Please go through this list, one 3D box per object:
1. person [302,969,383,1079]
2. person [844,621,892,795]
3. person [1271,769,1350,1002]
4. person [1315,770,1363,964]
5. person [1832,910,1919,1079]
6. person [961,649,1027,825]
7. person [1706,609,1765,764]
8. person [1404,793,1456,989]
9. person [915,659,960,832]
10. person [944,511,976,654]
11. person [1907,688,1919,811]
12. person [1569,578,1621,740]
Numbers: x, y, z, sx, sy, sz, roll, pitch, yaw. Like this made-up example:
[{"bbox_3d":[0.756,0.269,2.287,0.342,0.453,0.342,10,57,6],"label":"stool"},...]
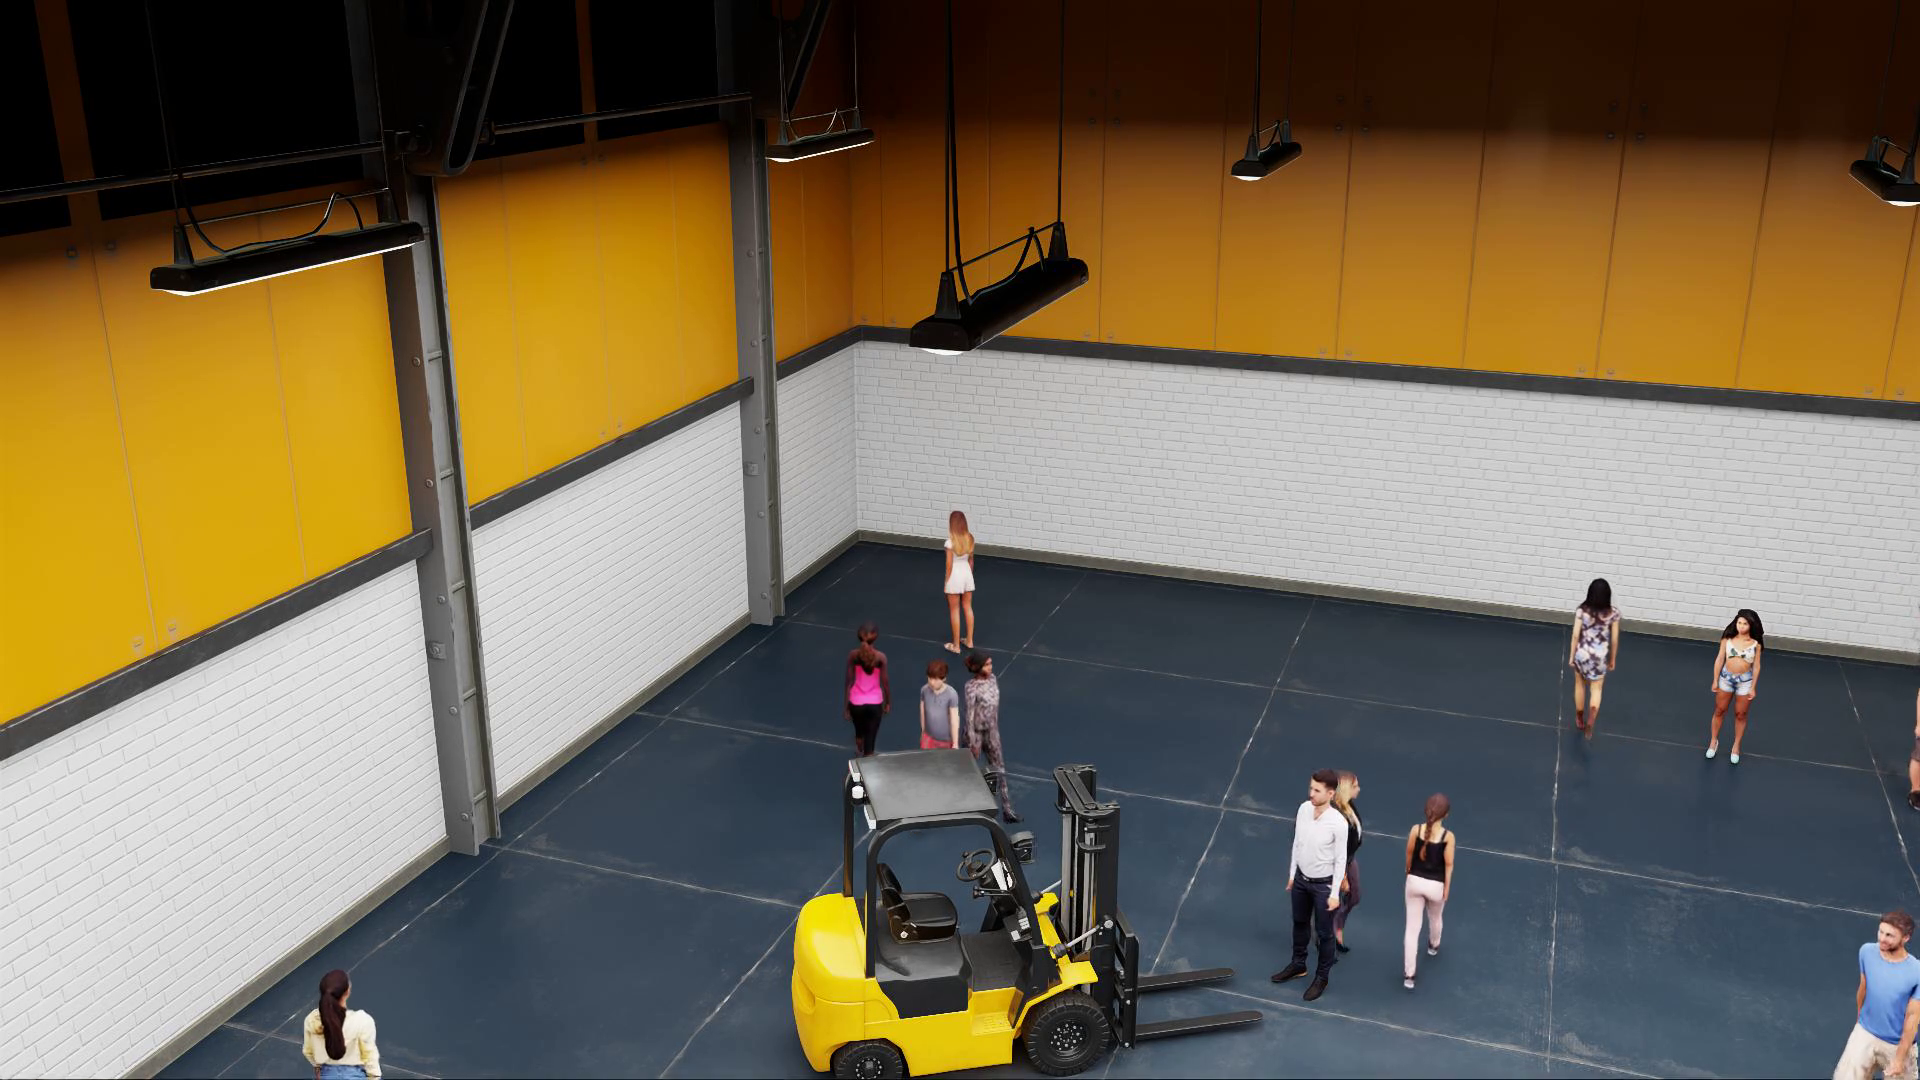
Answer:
[{"bbox_3d":[-3.889,3.509,10.487,0.850,1.601,1.033,0,19,-1],"label":"person"},{"bbox_3d":[-0.910,1.639,15.892,0.700,1.694,1.044,3,19,8],"label":"person"},{"bbox_3d":[2.746,2.601,12.763,0.760,1.868,0.725,-13,23,-34],"label":"person"},{"bbox_3d":[2.907,2.577,13.156,0.697,1.663,0.523,11,21,29],"label":"person"},{"bbox_3d":[6.127,3.254,10.914,1.332,1.812,1.097,-13,23,-34],"label":"person"},{"bbox_3d":[0.131,1.797,15.430,1.028,1.689,0.963,-15,24,-38],"label":"person"},{"bbox_3d":[7.739,1.443,16.584,0.614,1.625,0.616,11,22,30],"label":"person"},{"bbox_3d":[3.598,2.741,12.900,0.506,1.515,0.990,6,20,18],"label":"person"},{"bbox_3d":[-0.141,1.846,15.421,0.651,1.604,1.137,8,20,22],"label":"person"},{"bbox_3d":[-0.011,0.472,19.357,0.635,1.694,0.721,-13,23,-34],"label":"person"},{"bbox_3d":[9.139,1.664,15.589,0.780,1.841,0.947,3,19,9],"label":"person"},{"bbox_3d":[6.471,1.239,17.048,0.594,1.715,0.925,6,20,17],"label":"person"}]
